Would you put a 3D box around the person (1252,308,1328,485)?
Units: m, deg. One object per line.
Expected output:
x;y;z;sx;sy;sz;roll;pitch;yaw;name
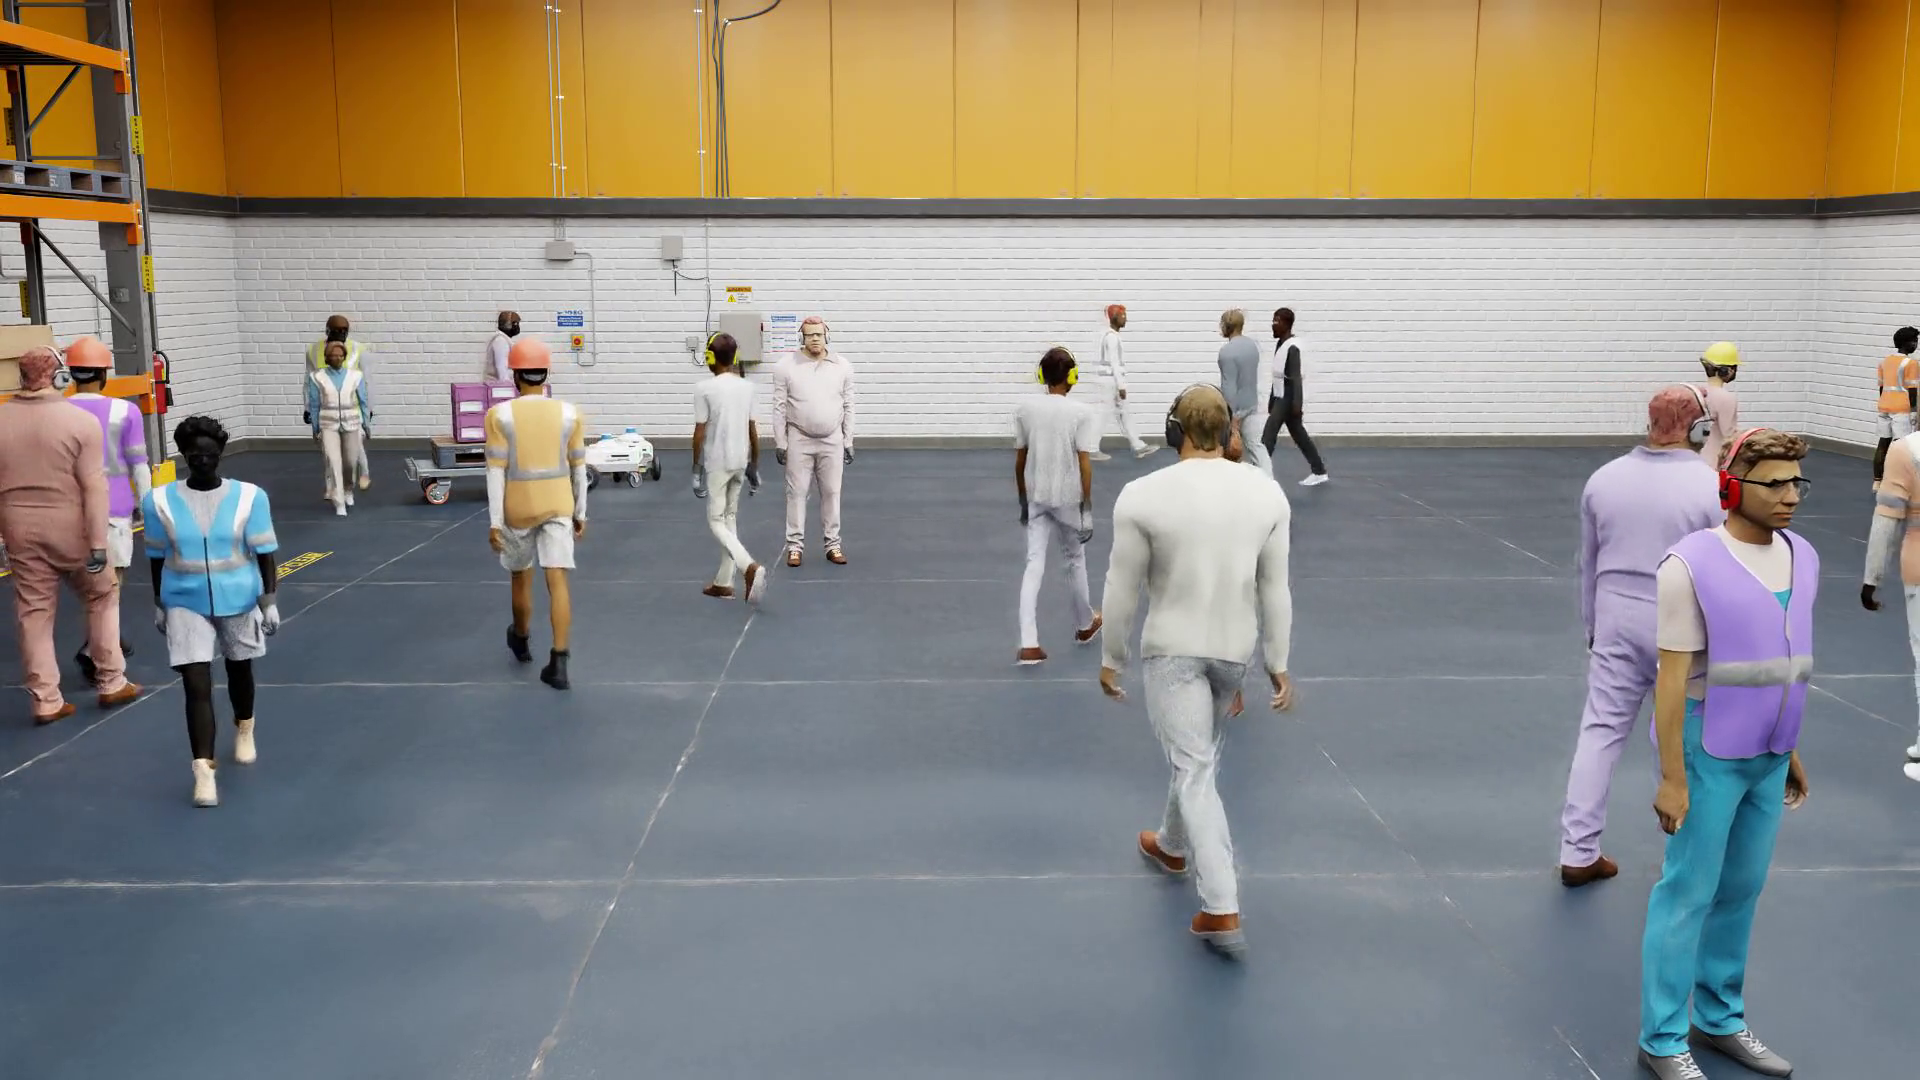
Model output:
3.389;-1.481;17.333;1.033;1.868;0.603;0;9;2;person

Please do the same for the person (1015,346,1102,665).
0.577;-0.218;9.744;0.540;1.814;0.999;4;10;24;person

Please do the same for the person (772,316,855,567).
-1.107;-0.751;12.730;0.642;1.909;0.408;-3;10;-16;person

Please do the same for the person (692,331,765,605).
-1.541;-0.476;11.226;0.529;1.854;0.744;-9;13;-43;person

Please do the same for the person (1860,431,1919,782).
4.315;0.120;7.376;0.622;1.904;0.667;0;9;1;person

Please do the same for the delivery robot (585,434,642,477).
-3.653;-0.857;17.224;0.707;0.478;0.477;-2;10;-15;delivery robot

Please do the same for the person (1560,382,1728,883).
2.600;0.344;6.191;0.984;1.854;0.668;-7;11;-35;person

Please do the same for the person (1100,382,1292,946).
0.826;0.396;5.788;0.645;1.888;1.056;-3;10;-16;person

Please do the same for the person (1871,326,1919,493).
9.395;-1.286;16.657;0.321;1.694;0.529;-1;9;-6;person

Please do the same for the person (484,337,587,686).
-2.363;-0.178;9.266;0.567;1.881;1.013;-4;10;-25;person

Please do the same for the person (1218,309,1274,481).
2.636;-1.255;15.909;1.013;1.890;0.641;8;12;41;person

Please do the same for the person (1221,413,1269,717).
1.279;0.150;8.165;0.515;1.582;0.861;3;10;18;person

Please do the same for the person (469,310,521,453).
-5.079;-1.596;18.192;0.599;1.817;0.649;-2;10;-14;person

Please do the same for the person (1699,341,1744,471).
5.222;-0.492;11.566;0.329;1.769;0.526;-1;9;-8;person

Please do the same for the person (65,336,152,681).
-4.819;-0.178;9.257;0.555;1.906;0.917;-2;9;-11;person

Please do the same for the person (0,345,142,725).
-4.549;-0.040;8.441;0.660;1.881;0.737;0;9;-1;person

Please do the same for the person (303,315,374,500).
-6.124;-1.313;16.429;0.650;1.824;0.534;0;9;1;person

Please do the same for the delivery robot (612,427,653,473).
-3.549;-0.973;17.935;0.477;0.478;0.707;-4;10;-23;delivery robot

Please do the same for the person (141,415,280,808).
-3.270;0.264;7.306;0.534;1.649;0.897;-4;10;-23;person

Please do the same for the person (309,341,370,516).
-5.792;-1.060;15.534;0.522;1.611;0.767;-5;10;-27;person

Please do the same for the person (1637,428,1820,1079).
2.119;0.604;4.605;0.575;1.843;0.375;-5;11;-29;person

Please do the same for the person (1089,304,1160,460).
1.932;-1.844;19.623;0.941;1.839;0.591;1;9;7;person
